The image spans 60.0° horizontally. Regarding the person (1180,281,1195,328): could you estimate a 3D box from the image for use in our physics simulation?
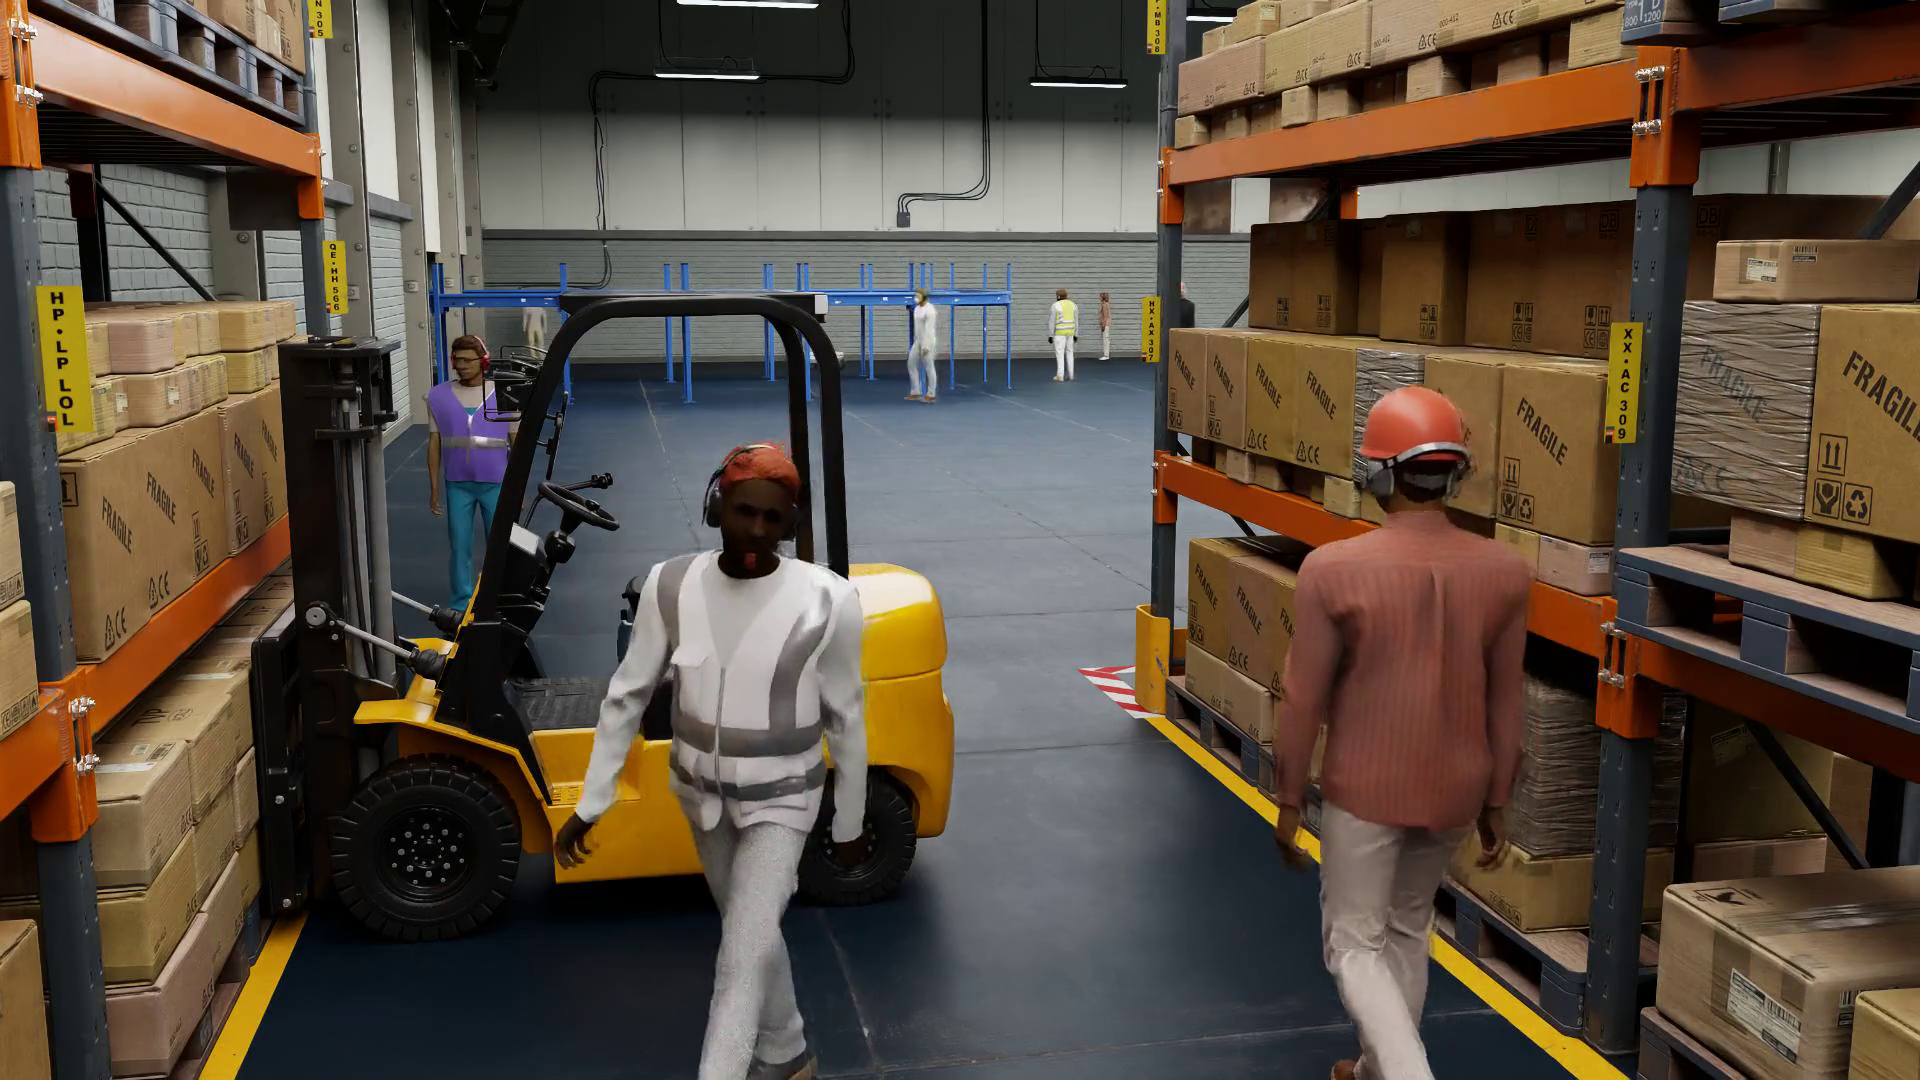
[{"bbox_3d":[4.131,-3.878,31.363,0.617,1.986,0.408,8,12,39],"label":"person"}]

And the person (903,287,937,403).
[{"bbox_3d":[-0.695,-3.229,27.591,0.698,1.917,0.662,-5,10,-26],"label":"person"}]

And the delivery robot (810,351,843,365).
[{"bbox_3d":[-2.932,-4.012,36.366,0.707,0.478,0.477,2,10,14],"label":"delivery robot"}]

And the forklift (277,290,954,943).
[{"bbox_3d":[-1.179,0.175,6.143,2.313,2.155,1.214,-2,10,-12],"label":"forklift"}]

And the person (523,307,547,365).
[{"bbox_3d":[-9.678,-4.773,37.996,0.598,1.599,0.346,-3,10,-18],"label":"person"}]

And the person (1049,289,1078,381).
[{"bbox_3d":[2.054,-4.099,33.209,0.643,1.824,0.432,-6,11,-32],"label":"person"}]

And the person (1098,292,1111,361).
[{"bbox_3d":[3.510,-5.179,40.328,0.314,1.642,0.514,2,9,9],"label":"person"}]

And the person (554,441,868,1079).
[{"bbox_3d":[-0.592,0.672,4.081,0.681,1.823,0.982,4,10,22],"label":"person"}]

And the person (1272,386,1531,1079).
[{"bbox_3d":[1.088,0.616,4.031,0.621,1.970,0.849,-2,9,-11],"label":"person"}]

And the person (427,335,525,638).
[{"bbox_3d":[-2.946,-0.330,10.160,0.568,1.840,0.373,-1,9,-7],"label":"person"}]
